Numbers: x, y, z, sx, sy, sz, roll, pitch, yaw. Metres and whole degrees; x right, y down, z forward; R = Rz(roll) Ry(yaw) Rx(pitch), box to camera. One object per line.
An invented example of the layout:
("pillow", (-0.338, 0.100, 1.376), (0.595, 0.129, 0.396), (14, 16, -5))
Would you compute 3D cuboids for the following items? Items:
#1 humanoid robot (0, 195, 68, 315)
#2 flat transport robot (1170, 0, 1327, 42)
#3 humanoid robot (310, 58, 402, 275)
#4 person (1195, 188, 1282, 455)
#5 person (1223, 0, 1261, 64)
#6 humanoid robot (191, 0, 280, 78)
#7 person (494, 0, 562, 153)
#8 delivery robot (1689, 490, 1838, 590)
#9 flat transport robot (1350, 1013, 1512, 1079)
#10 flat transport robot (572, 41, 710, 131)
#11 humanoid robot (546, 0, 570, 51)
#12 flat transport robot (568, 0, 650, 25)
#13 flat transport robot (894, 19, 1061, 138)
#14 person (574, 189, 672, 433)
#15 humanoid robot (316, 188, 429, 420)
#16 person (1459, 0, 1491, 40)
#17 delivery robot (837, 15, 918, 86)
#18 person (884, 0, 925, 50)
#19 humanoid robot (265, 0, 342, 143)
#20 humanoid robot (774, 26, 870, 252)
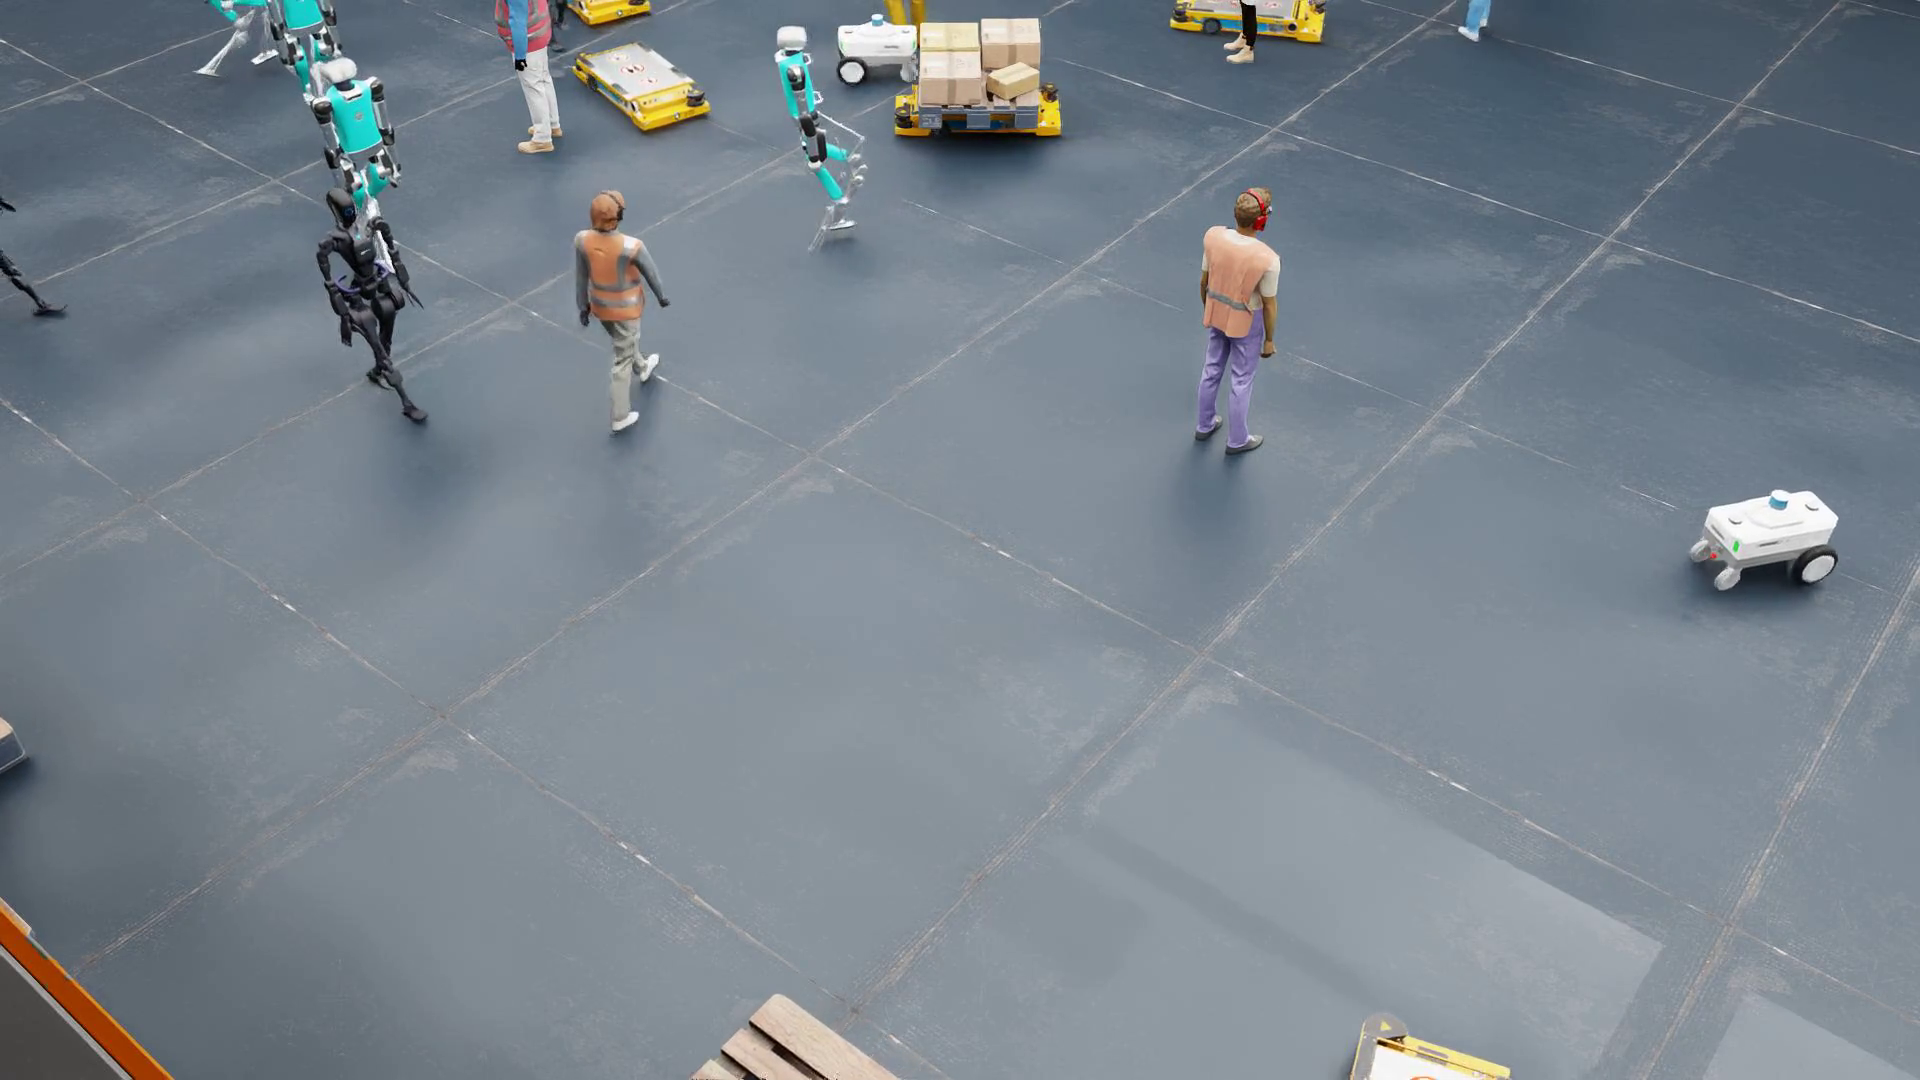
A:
("humanoid robot", (-6.949, -2.324, 11.770), (0.796, 1.632, 0.613), (0, 40, 0))
("flat transport robot", (2.789, -5.085, 16.060), (1.431, 0.231, 0.659), (9, 41, 10))
("humanoid robot", (-4.431, -2.674, 12.178), (0.742, 1.906, 0.548), (33, 50, 32))
("person", (1.729, -1.355, 10.454), (0.565, 1.846, 0.390), (32, 50, 32))
("person", (2.618, -5.179, 15.073), (0.321, 1.688, 0.528), (-2, 40, -3))
("humanoid robot", (-6.519, -4.941, 14.749), (0.560, 1.736, 1.024), (31, 49, 31))
("person", (-3.579, -4.114, 13.714), (0.430, 1.833, 0.627), (-1, 40, -1))
("delivery robot", (4.809, -0.037, 9.900), (0.789, 0.593, 0.499), (-9, 41, -11))
("flat transport robot", (1.873, 2.678, 6.927), (0.659, 0.231, 1.431), (14, 42, 16))
("flat transport robot", (-2.871, -4.085, 14.884), (0.659, 0.231, 1.431), (-25, 46, -26))
("humanoid robot", (-3.811, -5.419, 15.403), (0.597, 1.655, 0.606), (-26, 47, -27))
("flat transport robot", (-3.708, -5.514, 16.564), (0.659, 0.231, 1.431), (-24, 46, -26))
("flat transport robot", (0.151, -3.749, 14.489), (1.431, 0.231, 0.659), (0, 40, 0))
("person", (-2.182, -1.546, 10.870), (0.518, 1.592, 0.860), (16, 43, 18))
("humanoid robot", (-3.833, -1.580, 10.891), (0.786, 1.626, 0.594), (29, 48, 30))
("person", (4.893, -5.543, 15.482), (0.515, 1.703, 0.458), (-14, 42, -16))
("delivery robot", (-0.744, -4.479, 15.104), (0.739, 0.566, 0.499), (0, 40, 0))
("person", (-0.447, -5.265, 15.139), (0.560, 1.745, 0.487), (-19, 44, -21))
("humanoid robot", (-5.446, -4.128, 13.780), (0.540, 1.713, 0.993), (-26, 47, -27))
("humanoid robot", (-0.948, -2.991, 12.481), (0.805, 1.792, 0.538), (-9, 41, -10))
